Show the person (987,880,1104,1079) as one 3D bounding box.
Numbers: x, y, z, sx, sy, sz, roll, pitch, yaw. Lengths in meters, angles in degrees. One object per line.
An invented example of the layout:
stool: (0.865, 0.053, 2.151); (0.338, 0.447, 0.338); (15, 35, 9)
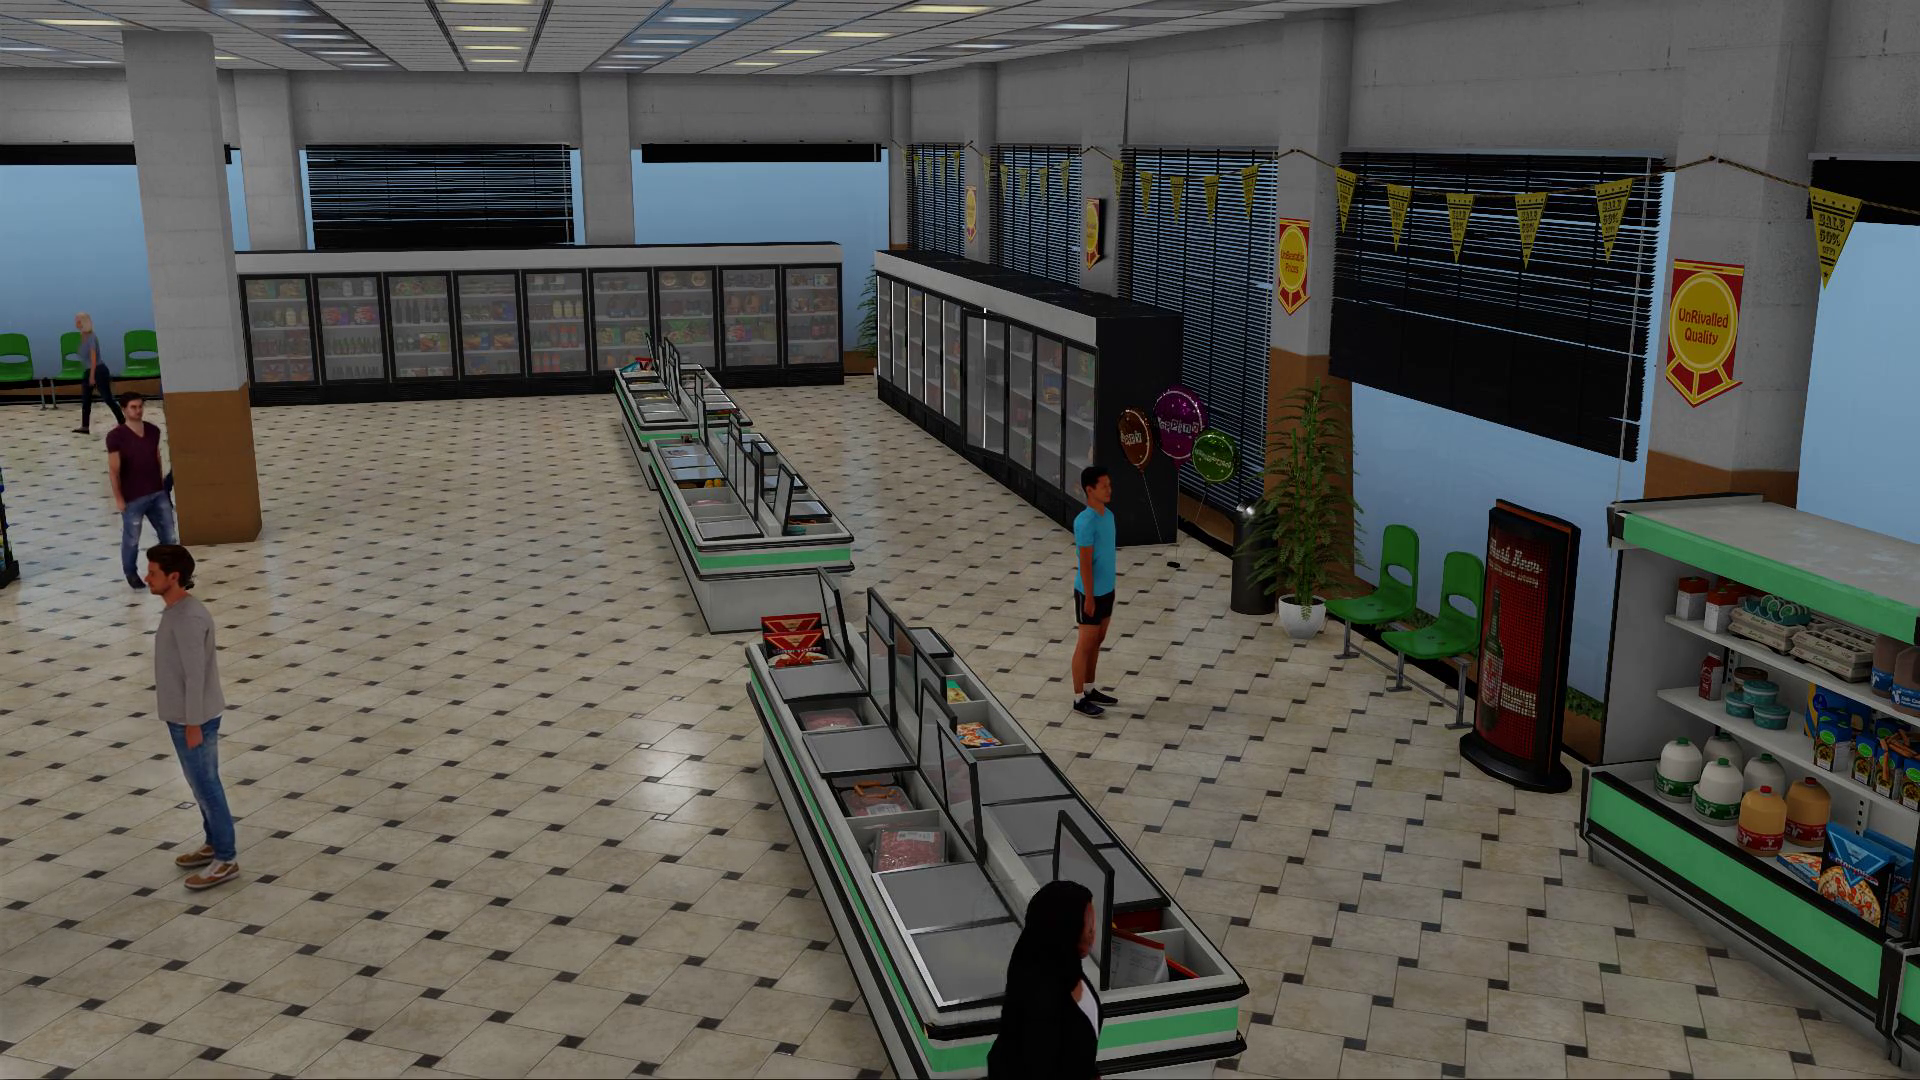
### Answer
person: (0.188, 1.931, 5.663); (0.777, 1.585, 0.823); (-1, 14, -5)

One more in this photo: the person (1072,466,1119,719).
person: (0.943, 0.351, 11.776); (0.746, 1.775, 0.664); (6, 15, 24)

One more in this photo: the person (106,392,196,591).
person: (-7.334, -0.397, 14.810); (1.254, 1.798, 1.129); (10, 17, 36)

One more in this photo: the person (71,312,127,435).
person: (-11.761, -2.274, 22.794); (0.983, 1.684, 1.000); (-13, 18, -42)

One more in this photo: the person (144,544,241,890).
person: (-4.187, 0.941, 9.085); (0.775, 1.897, 0.606); (-8, 16, -31)
